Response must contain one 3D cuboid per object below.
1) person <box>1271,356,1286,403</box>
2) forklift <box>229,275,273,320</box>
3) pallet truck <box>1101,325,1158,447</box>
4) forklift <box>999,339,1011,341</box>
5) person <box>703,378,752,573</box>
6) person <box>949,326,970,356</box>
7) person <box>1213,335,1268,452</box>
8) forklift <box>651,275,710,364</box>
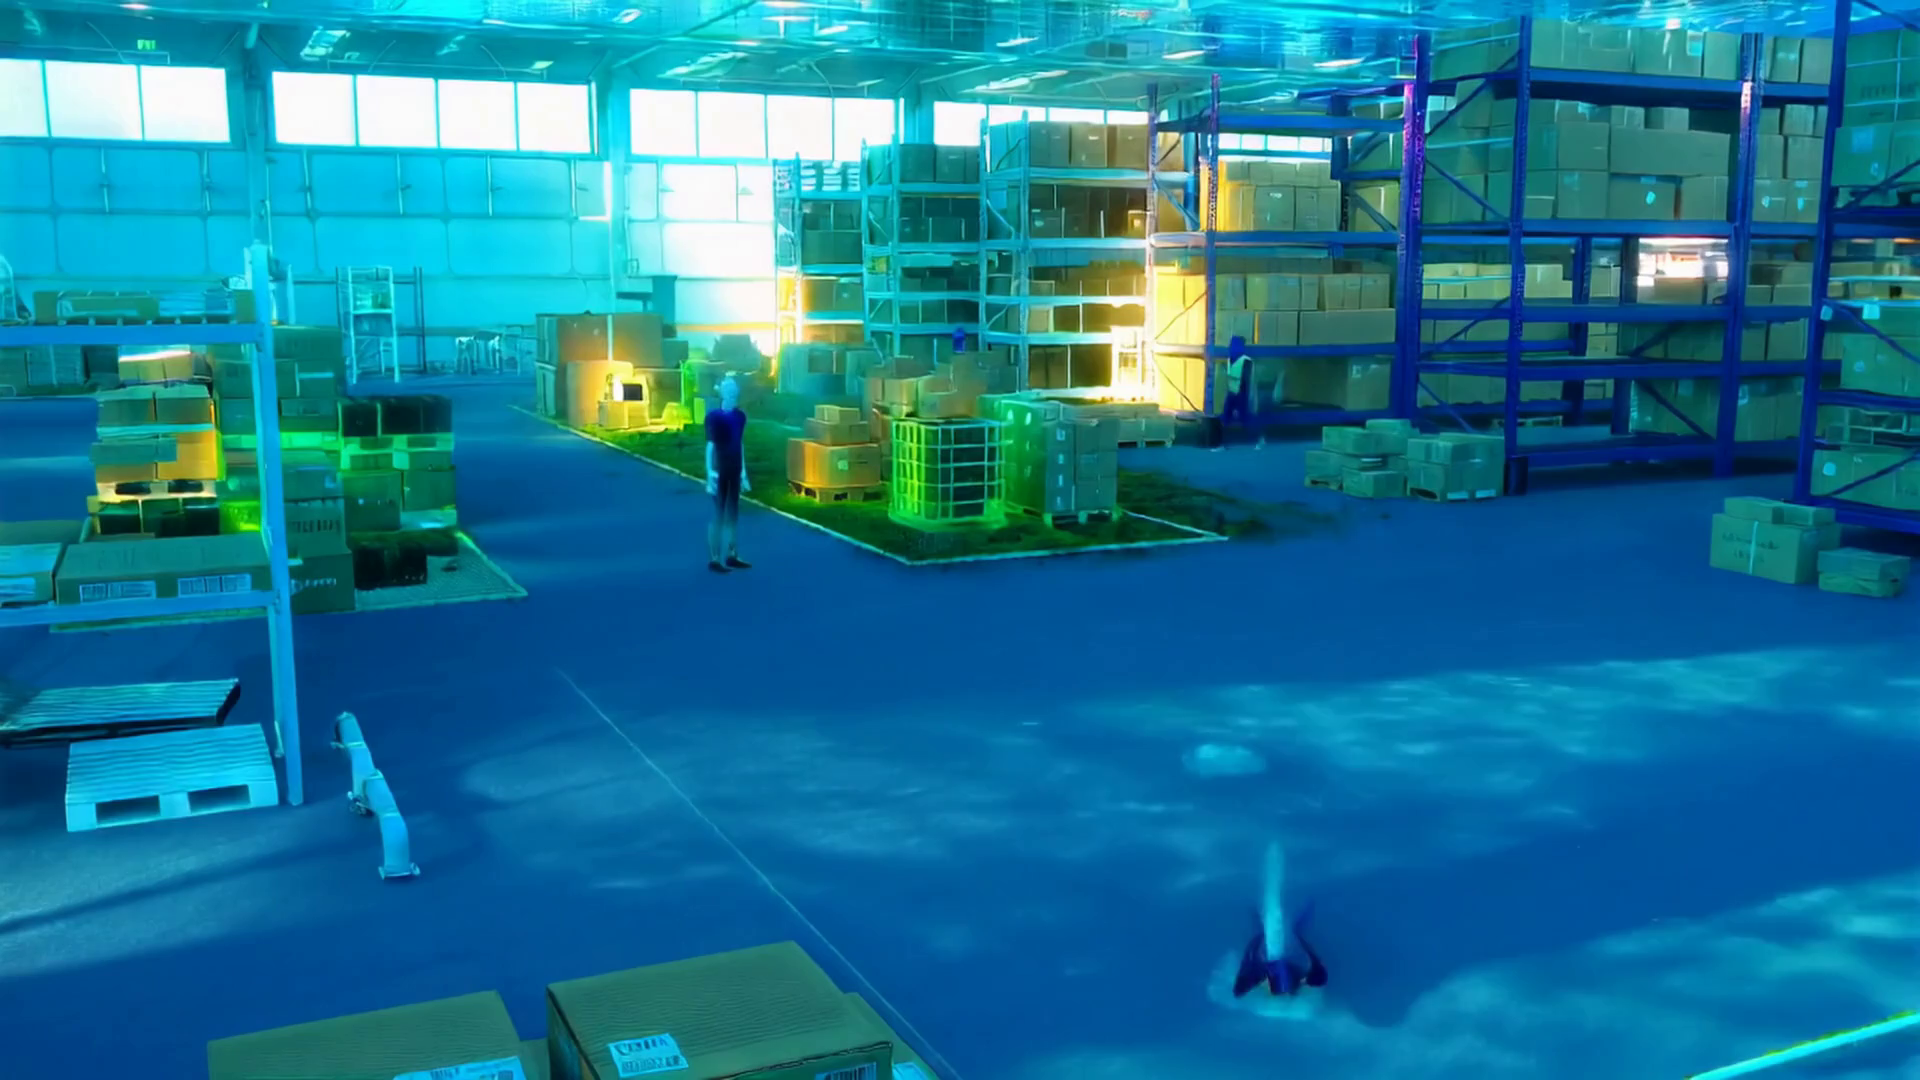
[{"bbox_3d":[6.666,-3.427,33.733,0.955,1.799,0.635,-4,10,-22],"label":"person"},{"bbox_3d":[-17.115,-5.034,40.322,1.129,2.768,1.873,-4,10,-25],"label":"forklift"},{"bbox_3d":[2.881,-2.596,27.923,0.823,1.965,1.885,-1,9,-7],"label":"pallet truck"},{"bbox_3d":[1.421,-4.875,39.331,1.129,2.768,1.873,-4,10,-25],"label":"forklift"},{"bbox_3d":[-2.238,-0.626,16.093,0.328,1.873,0.519,8,12,40],"label":"person"},{"bbox_3d":[-0.003,-4.160,38.765,0.520,1.640,0.320,4,10,25],"label":"person"},{"bbox_3d":[4.536,-2.354,26.769,0.863,1.894,0.597,-3,10,-20],"label":"person"},{"bbox_3d":[-6.839,-4.753,38.575,1.873,2.768,1.129,-4,10,-25],"label":"forklift"}]
